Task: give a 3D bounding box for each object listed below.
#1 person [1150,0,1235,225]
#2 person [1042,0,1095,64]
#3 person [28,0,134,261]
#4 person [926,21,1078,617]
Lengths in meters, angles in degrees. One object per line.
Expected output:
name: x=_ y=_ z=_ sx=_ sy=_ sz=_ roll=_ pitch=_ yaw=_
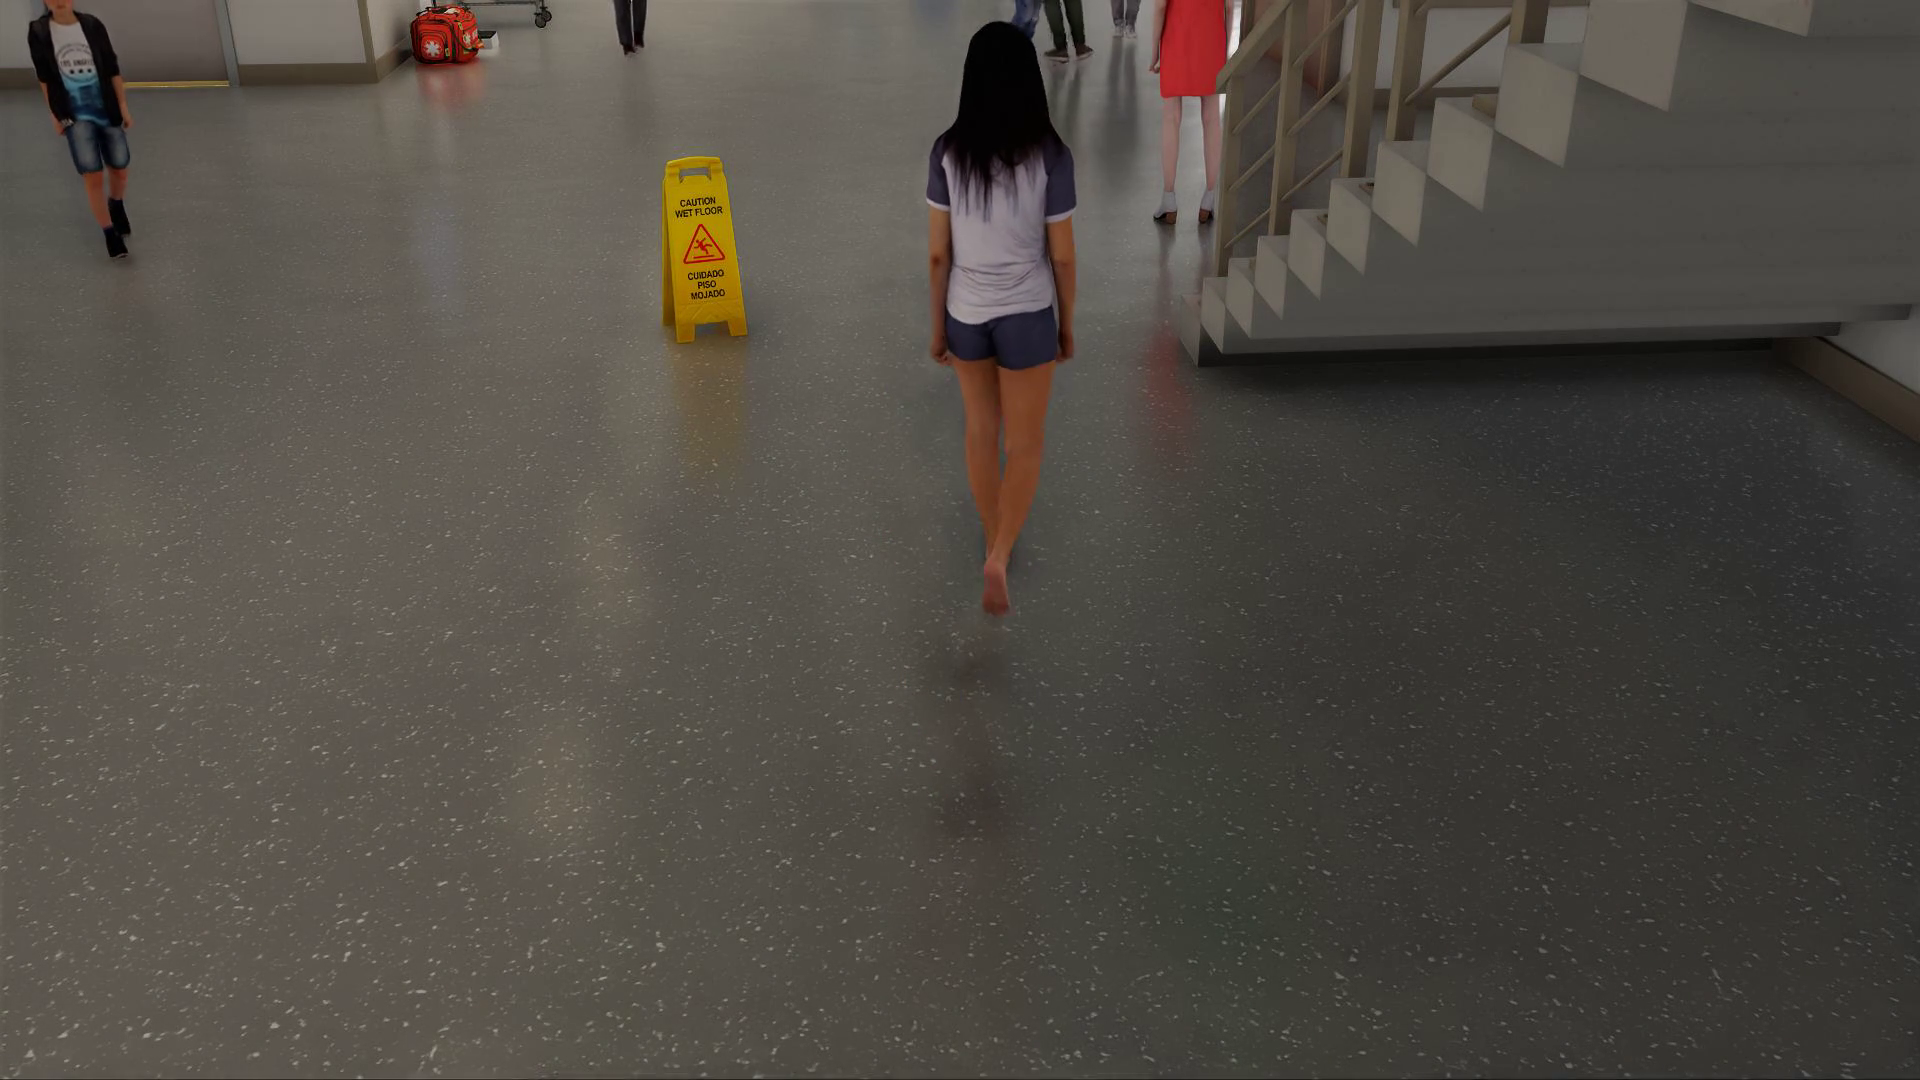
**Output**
person: x=1.249 y=-2.625 z=8.943 sx=0.585 sy=1.826 sz=0.506 roll=-1 pitch=26 yaw=-3
person: x=0.824 y=-4.725 z=13.525 sx=0.764 sy=1.627 sz=0.660 roll=-3 pitch=26 yaw=-7
person: x=-4.450 y=-2.195 z=8.512 sx=0.834 sy=1.424 sz=1.006 roll=-18 pitch=31 yaw=-33
person: x=0.099 y=-0.596 z=4.870 sx=0.787 sy=1.708 sz=1.110 roll=5 pitch=26 yaw=10
